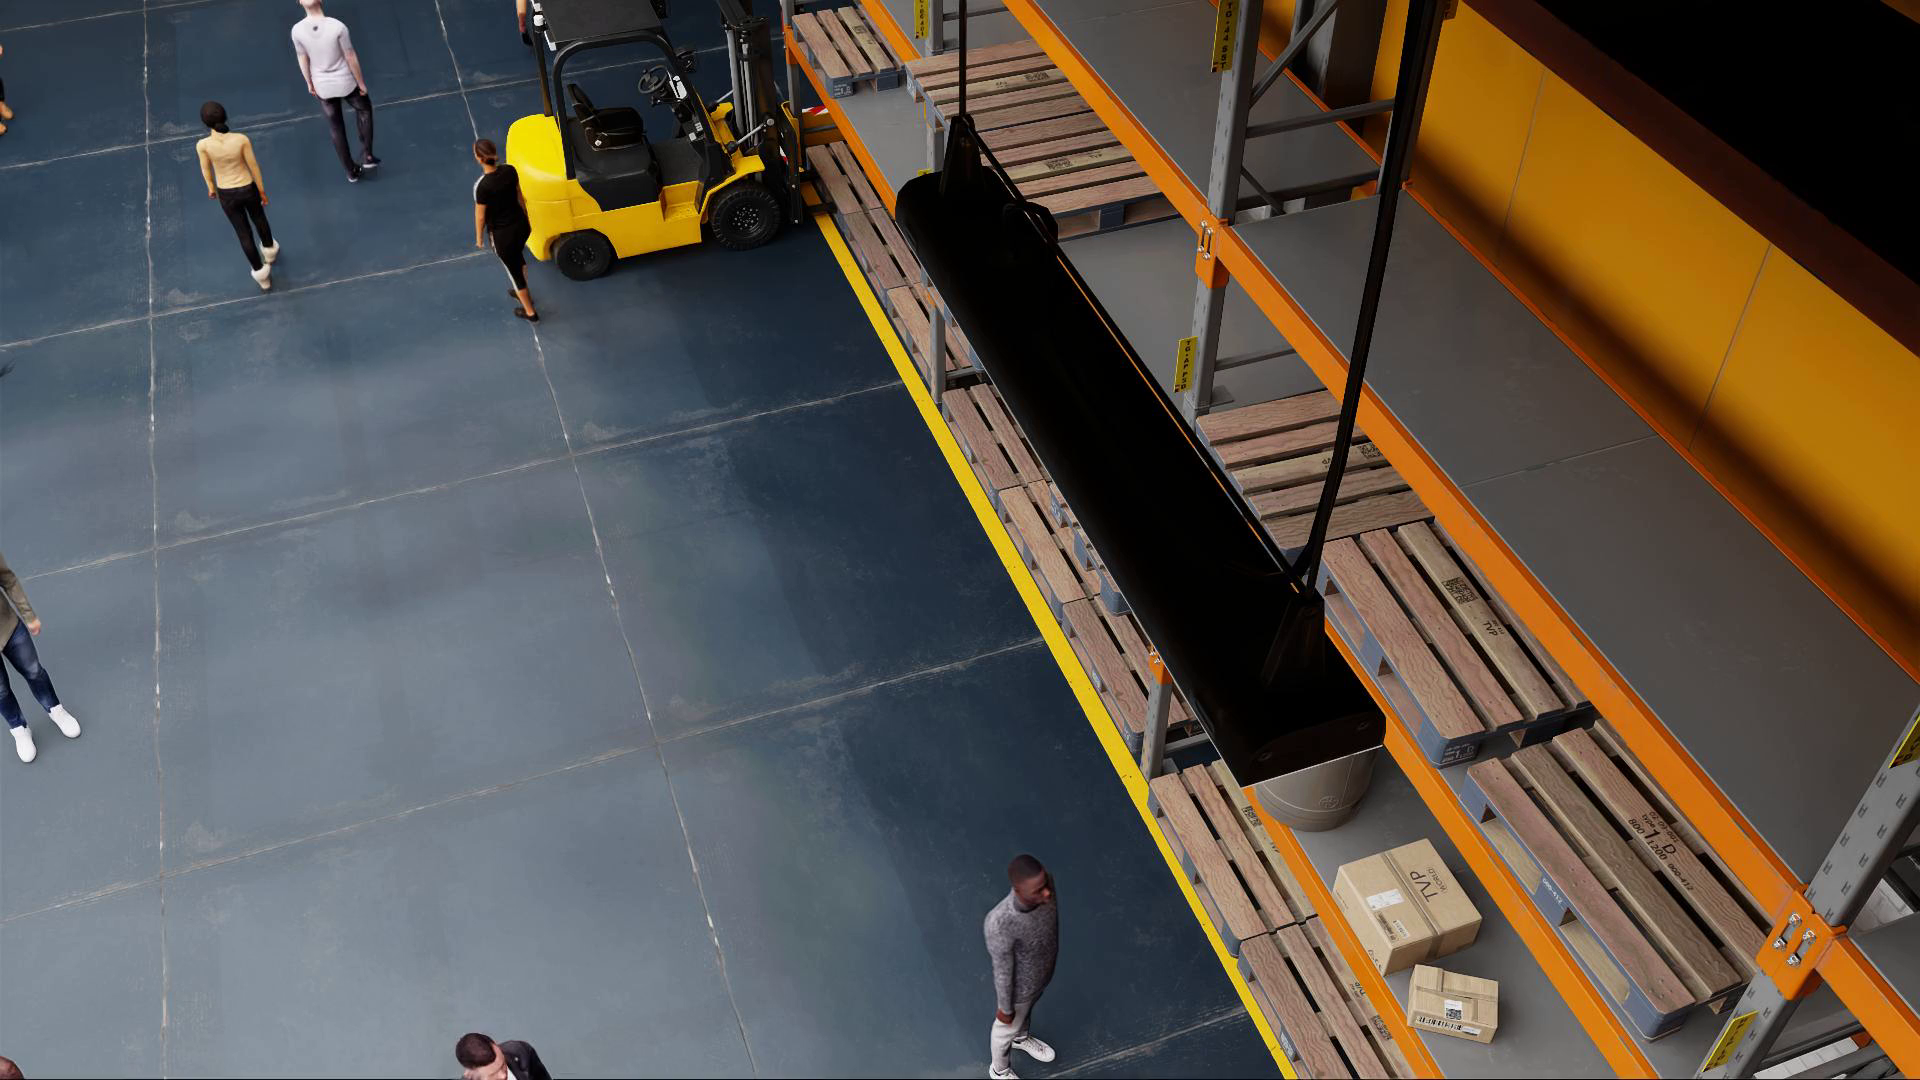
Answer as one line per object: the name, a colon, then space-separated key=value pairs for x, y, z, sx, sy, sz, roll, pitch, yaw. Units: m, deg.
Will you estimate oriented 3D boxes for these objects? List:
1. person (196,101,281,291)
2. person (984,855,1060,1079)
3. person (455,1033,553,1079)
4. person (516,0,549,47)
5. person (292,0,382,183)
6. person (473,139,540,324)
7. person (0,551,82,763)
person: x=-5.970 y=-2.828 z=13.800 sx=0.660 sy=1.637 sz=0.928 roll=-20 pitch=47 yaw=-20
person: x=0.316 y=2.169 z=8.408 sx=0.785 sy=1.838 sz=0.755 roll=22 pitch=48 yaw=21
person: x=-2.136 y=2.777 z=7.799 sx=1.163 sy=1.799 sz=1.045 roll=25 pitch=49 yaw=24
person: x=-4.440 y=-5.889 z=16.971 sx=0.860 sy=1.695 sz=1.126 roll=2 pitch=44 yaw=2
person: x=-5.615 y=-4.039 z=14.936 sx=0.762 sy=1.822 sz=0.729 roll=-4 pitch=44 yaw=-4
person: x=-3.589 y=-2.466 z=13.406 sx=0.845 sy=1.655 sz=0.772 roll=26 pitch=49 yaw=25
person: x=-5.892 y=0.549 z=10.087 sx=0.779 sy=1.869 sz=0.734 roll=-31 pitch=52 yaw=-29
